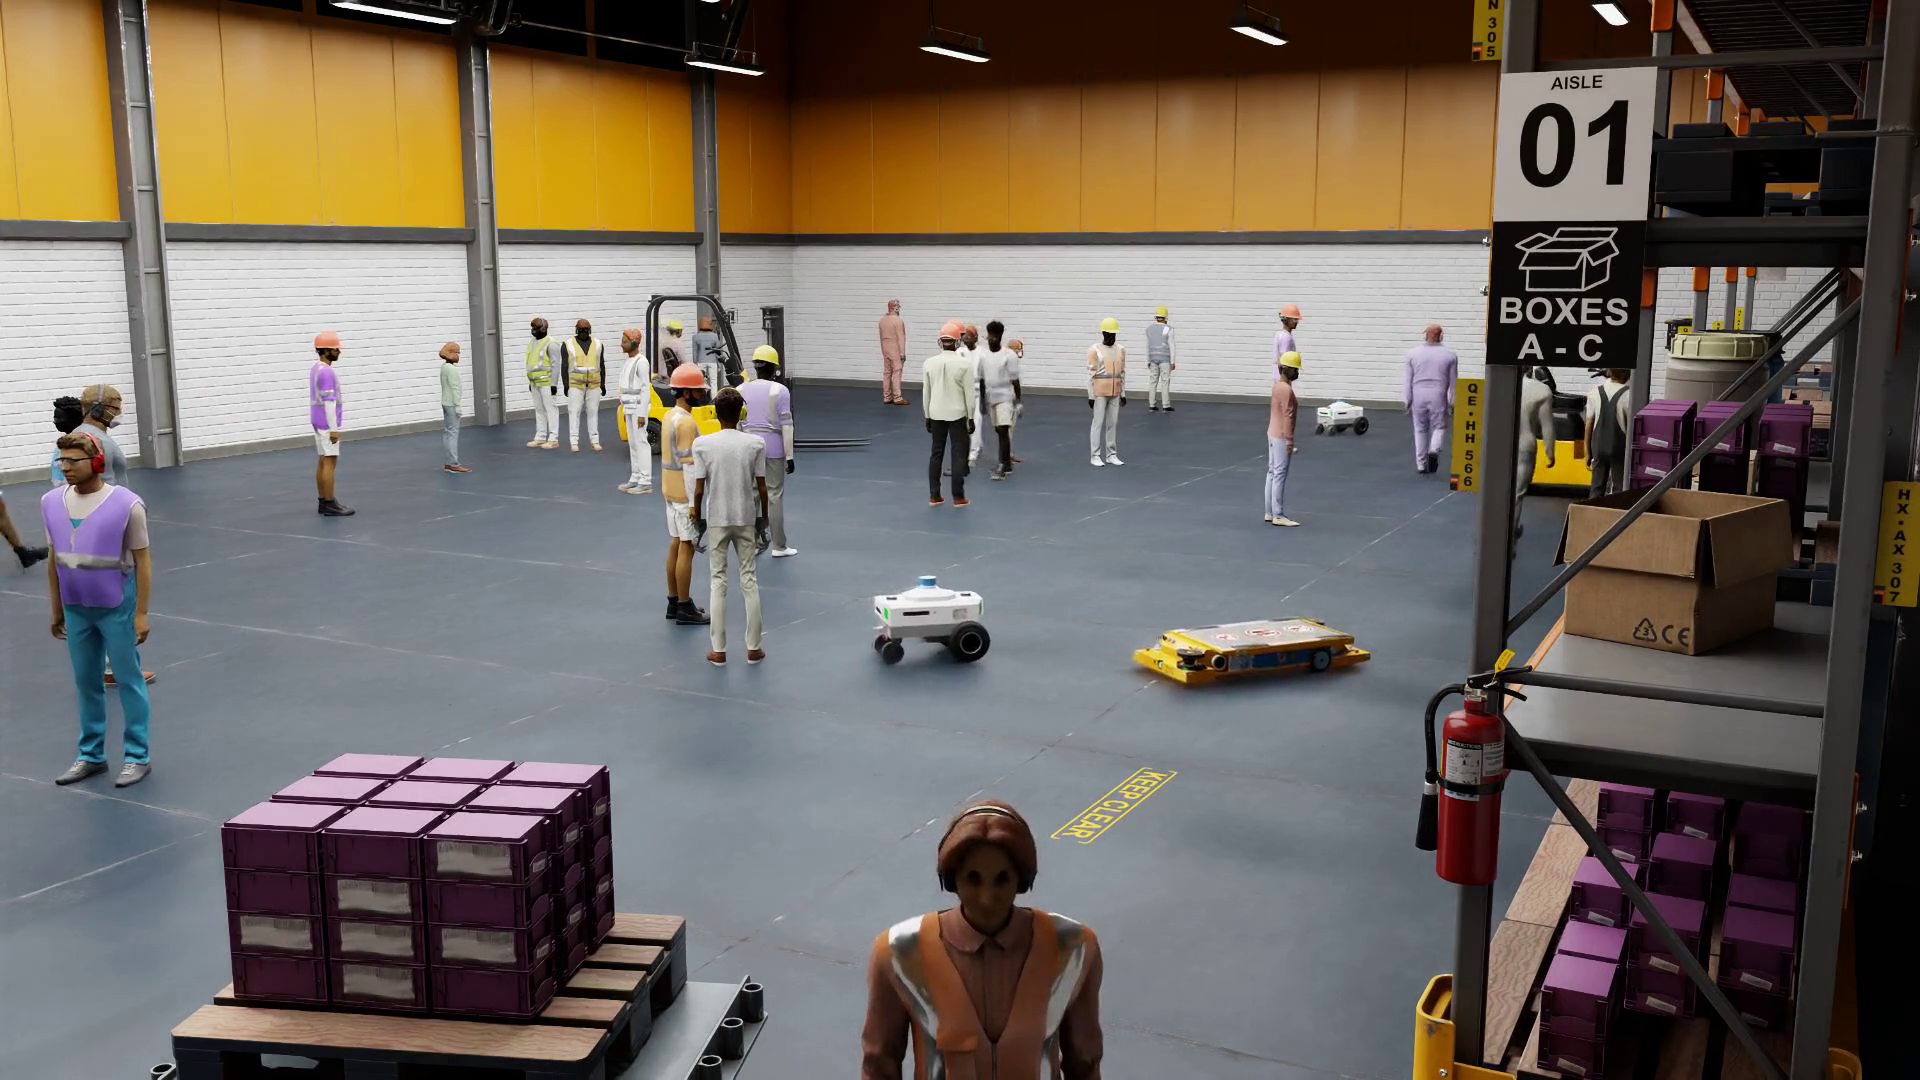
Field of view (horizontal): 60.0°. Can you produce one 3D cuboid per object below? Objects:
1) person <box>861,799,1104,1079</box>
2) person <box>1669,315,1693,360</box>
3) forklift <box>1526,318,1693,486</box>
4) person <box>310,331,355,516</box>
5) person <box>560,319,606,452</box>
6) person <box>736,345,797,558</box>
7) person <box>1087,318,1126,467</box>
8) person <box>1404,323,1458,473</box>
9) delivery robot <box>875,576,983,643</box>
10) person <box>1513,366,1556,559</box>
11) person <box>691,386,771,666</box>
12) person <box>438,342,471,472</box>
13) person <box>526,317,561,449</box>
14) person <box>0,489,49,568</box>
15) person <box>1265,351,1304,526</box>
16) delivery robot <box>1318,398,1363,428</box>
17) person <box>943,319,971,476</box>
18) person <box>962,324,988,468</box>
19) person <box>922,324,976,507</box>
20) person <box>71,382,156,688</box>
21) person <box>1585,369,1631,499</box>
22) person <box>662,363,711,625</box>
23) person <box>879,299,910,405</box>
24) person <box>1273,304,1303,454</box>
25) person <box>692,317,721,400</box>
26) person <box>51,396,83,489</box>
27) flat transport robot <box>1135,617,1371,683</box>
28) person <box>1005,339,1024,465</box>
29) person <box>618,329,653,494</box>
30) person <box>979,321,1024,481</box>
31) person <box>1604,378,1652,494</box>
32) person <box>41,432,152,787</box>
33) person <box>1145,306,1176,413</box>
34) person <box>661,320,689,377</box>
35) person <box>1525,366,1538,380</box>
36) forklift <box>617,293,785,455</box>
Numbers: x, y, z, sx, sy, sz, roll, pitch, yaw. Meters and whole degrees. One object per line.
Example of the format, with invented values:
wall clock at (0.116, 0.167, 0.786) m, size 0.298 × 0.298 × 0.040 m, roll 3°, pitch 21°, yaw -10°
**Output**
person at (0.050, 1.336, 3.510) m, size 0.523 × 1.636 × 0.310 m, roll -1°, pitch 10°, yaw -7°
person at (10.781, -2.414, 24.651) m, size 0.403 × 1.831 × 0.596 m, roll -4°, pitch 10°, yaw -20°
forklift at (7.066, -1.601, 18.899) m, size 2.313 × 2.155 × 1.214 m, roll 5°, pitch 11°, yaw 27°
person at (-6.600, -1.219, 17.432) m, size 0.379 × 1.938 × 0.547 m, roll -6°, pitch 11°, yaw -31°
person at (-5.208, -2.142, 23.070) m, size 0.622 × 1.838 × 0.429 m, roll -5°, pitch 11°, yaw -27°
person at (-1.754, -0.795, 15.033) m, size 0.585 × 1.918 × 0.382 m, roll 4°, pitch 11°, yaw 22°
person at (1.904, -1.904, 21.457) m, size 0.585 × 1.922 × 0.391 m, roll -6°, pitch 12°, yaw -32°
person at (5.810, -1.730, 20.558) m, size 0.643 × 1.888 × 0.585 m, roll 4°, pitch 11°, yaw 21°
delivery robot at (-0.214, 0.486, 11.285) m, size 0.707 × 0.478 × 0.477 m, roll -2°, pitch 10°, yaw -14°
person at (5.078, -0.801, 15.124) m, size 0.650 × 1.891 × 0.981 m, roll 7°, pitch 12°, yaw 35°
person at (-1.530, -0.088, 11.106) m, size 0.533 × 1.860 × 0.315 m, roll -2°, pitch 10°, yaw -13°
person at (-6.372, -1.665, 20.895) m, size 0.285 × 1.633 × 0.498 m, roll -6°, pitch 12°, yaw -32°
person at (-5.881, -2.207, 23.428) m, size 0.622 × 1.845 × 0.430 m, roll 9°, pitch 13°, yaw 42°
person at (-8.383, -0.632, 14.191) m, size 0.989 × 1.883 × 0.559 m, roll -1°, pitch 10°, yaw -3°
person at (3.282, -1.023, 16.820) m, size 0.337 × 1.759 × 0.524 m, roll 0°, pitch 10°, yaw -3°
delivery robot at (5.748, -1.906, 25.135) m, size 0.707 × 0.478 × 0.477 m, roll -6°, pitch 12°, yaw -32°
person at (-0.044, -1.747, 20.486) m, size 0.373 × 1.939 × 0.545 m, roll 2°, pitch 10°, yaw 13°
person at (0.199, -1.883, 21.551) m, size 0.588 × 1.850 × 0.787 m, roll 4°, pitch 11°, yaw 24°
person at (-0.109, -1.349, 18.063) m, size 0.618 × 1.988 × 0.406 m, roll 4°, pitch 11°, yaw 24°
person at (-5.436, -0.031, 10.568) m, size 0.371 × 1.934 × 0.627 m, roll -8°, pitch 13°, yaw -38°
person at (5.915, -0.764, 15.068) m, size 0.327 × 1.842 × 0.517 m, roll -10°, pitch 14°, yaw -44°
person at (-2.014, -0.341, 12.349) m, size 0.373 × 1.934 × 0.551 m, roll -4°, pitch 11°, yaw -24°
person at (-1.183, -3.399, 30.141) m, size 0.409 × 1.909 × 0.641 m, roll -8°, pitch 13°, yaw -39°
person at (4.497, -2.211, 22.871) m, size 0.379 × 2.039 × 0.616 m, roll 1°, pitch 10°, yaw 4°
person at (-4.400, -3.055, 28.942) m, size 0.504 × 1.633 × 0.279 m, roll -1°, pitch 10°, yaw -4°
person at (-6.549, -0.223, 12.360) m, size 0.535 × 1.697 × 0.318 m, roll 8°, pitch 13°, yaw 40°
flat transport robot at (1.946, 0.716, 11.046) m, size 1.431 × 0.197 × 0.652 m, roll -4°, pitch 11°, yaw -24°
person at (0.680, -1.796, 21.651) m, size 0.277 × 1.631 × 0.506 m, roll 2°, pitch 10°, yaw 11°
person at (-3.723, -1.470, 19.042) m, size 0.348 × 1.882 × 0.584 m, roll -6°, pitch 11°, yaw -30°
person at (0.464, -1.708, 20.351) m, size 0.690 × 1.923 × 0.653 m, roll -9°, pitch 13°, yaw -41°
person at (6.377, -0.918, 15.880) m, size 0.673 × 1.931 × 0.493 m, roll -8°, pitch 13°, yaw -40°
person at (-4.431, 0.352, 8.597) m, size 0.564 × 1.847 × 0.395 m, roll 2°, pitch 10°, yaw 10°
person at (3.479, -3.116, 28.703) m, size 0.598 × 1.836 × 0.404 m, roll 8°, pitch 12°, yaw 38°
person at (-4.391, -2.547, 25.773) m, size 0.932 × 1.713 × 0.536 m, roll -8°, pitch 12°, yaw -37°
person at (6.960, -1.641, 20.769) m, size 0.516 × 1.627 × 0.456 m, roll 7°, pitch 12°, yaw 37°
forklift at (-3.588, -2.317, 23.042) m, size 2.313 × 2.155 × 1.214 m, roll -1°, pitch 10°, yaw -5°
